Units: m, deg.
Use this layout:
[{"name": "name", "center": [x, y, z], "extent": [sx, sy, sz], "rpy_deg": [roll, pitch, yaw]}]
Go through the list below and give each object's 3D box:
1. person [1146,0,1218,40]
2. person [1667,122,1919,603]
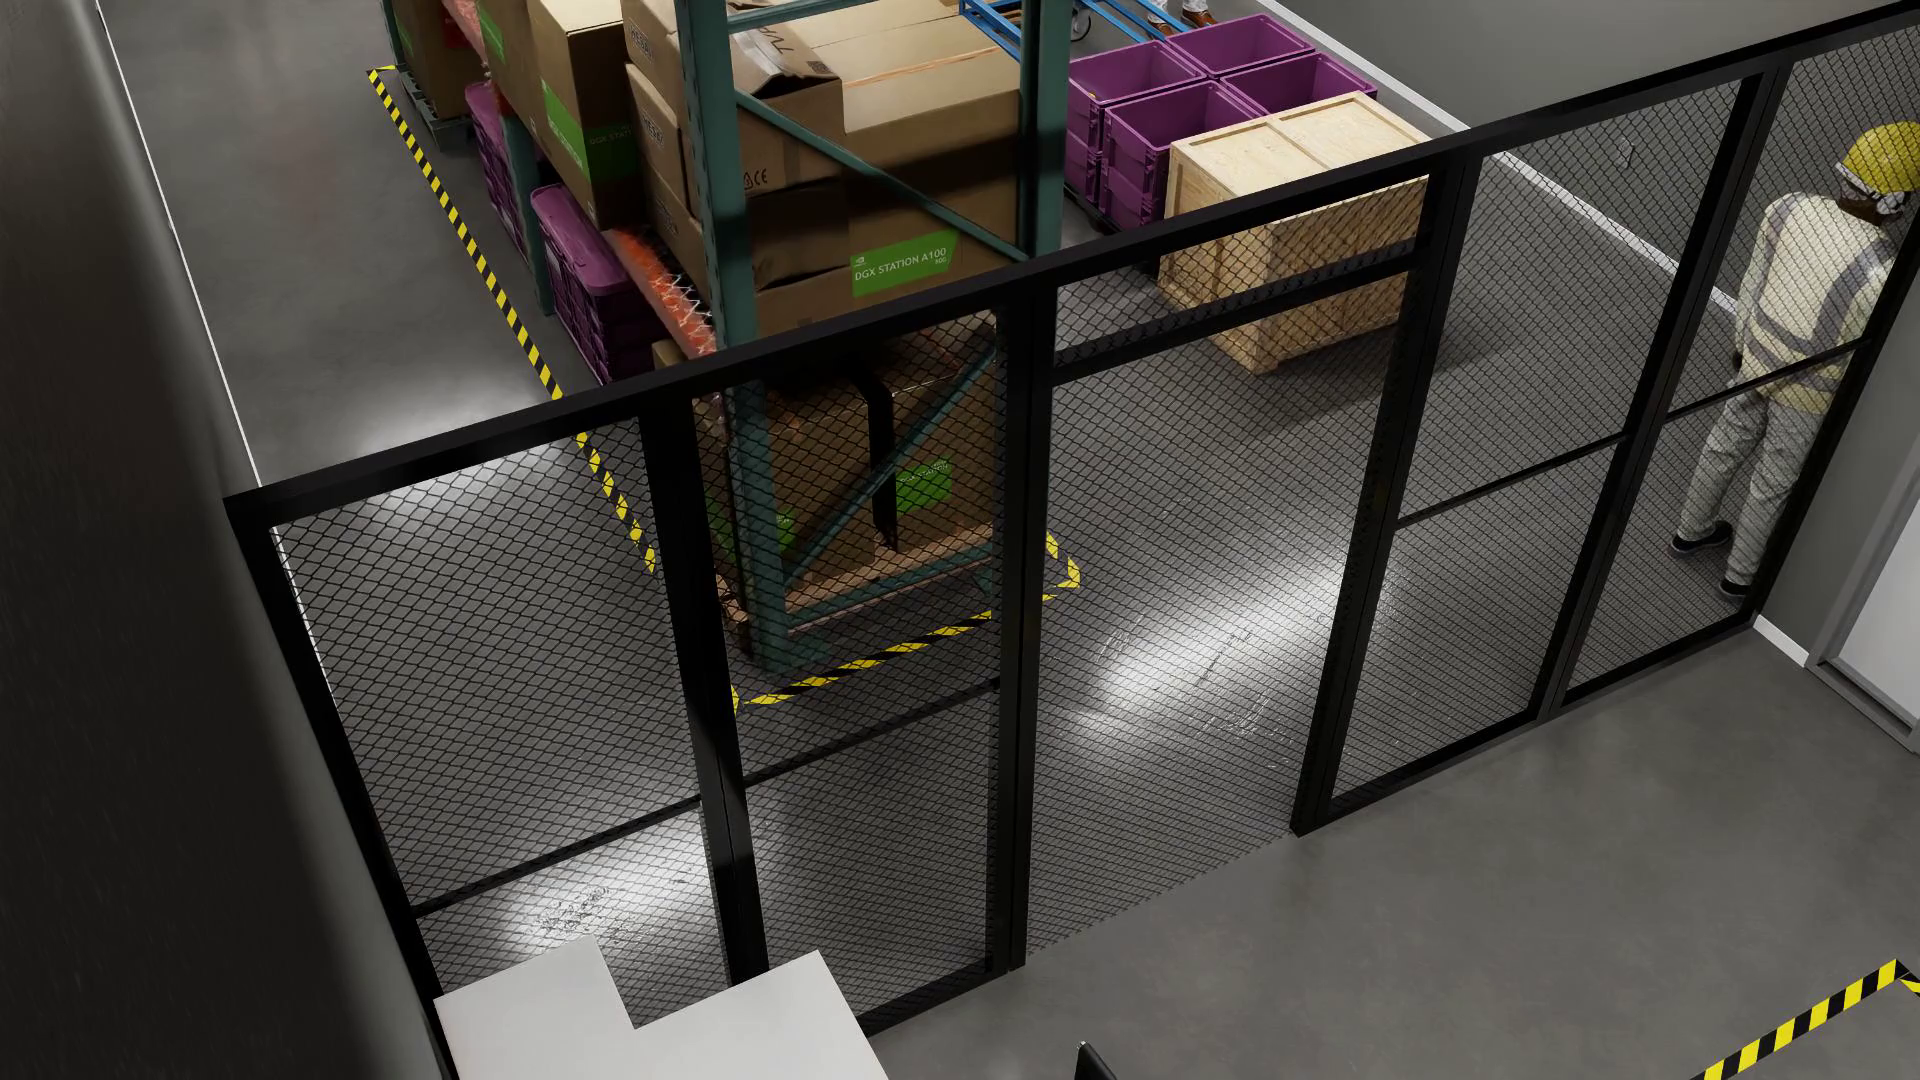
[{"name": "person", "center": [1.280, -3.629, 8.916], "extent": [0.627, 1.940, 0.372], "rpy_deg": [-21, 47, -22]}, {"name": "person", "center": [2.861, -0.576, 5.652], "extent": [0.403, 1.835, 0.587], "rpy_deg": [-14, 44, -15]}]
